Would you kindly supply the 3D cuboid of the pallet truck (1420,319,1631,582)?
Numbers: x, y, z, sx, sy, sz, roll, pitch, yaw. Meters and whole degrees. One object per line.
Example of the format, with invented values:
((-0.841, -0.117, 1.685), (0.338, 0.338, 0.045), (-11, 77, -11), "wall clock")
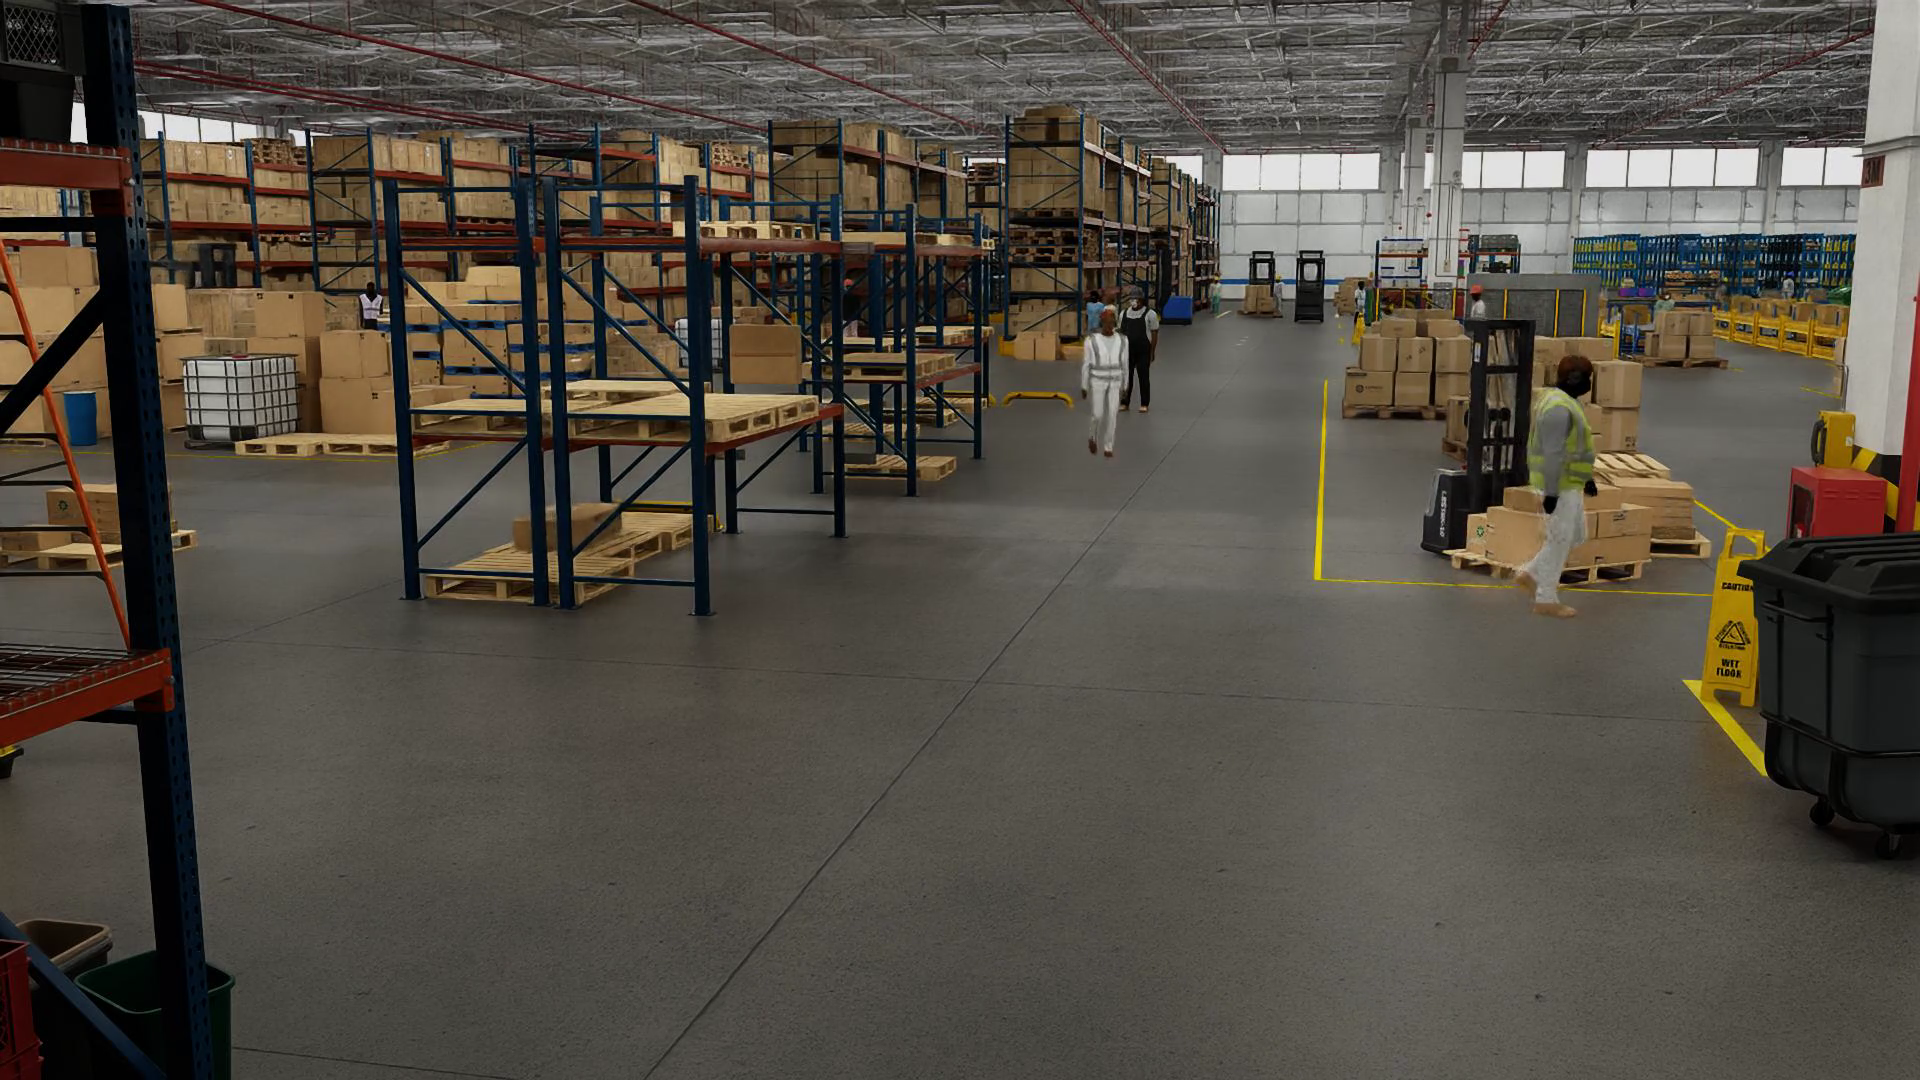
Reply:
((4.543, -0.757, 13.299), (0.823, 1.965, 1.885), (-4, 10, -22), "pallet truck")

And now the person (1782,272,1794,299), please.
((35.014, -10.359, 70.301), (0.382, 1.949, 0.605), (-3, 10, -14), "person")

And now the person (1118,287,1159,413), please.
((2.832, -3.078, 26.915), (0.689, 2.000, 0.537), (5, 11, 27), "person")

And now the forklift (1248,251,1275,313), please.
((13.300, -11.311, 73.184), (1.129, 2.768, 1.873), (2, 10, 12), "forklift")

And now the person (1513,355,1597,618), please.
((4.181, -0.382, 11.600), (0.463, 1.819, 0.639), (4, 10, 22), "person")

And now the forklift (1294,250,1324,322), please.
((13.778, -10.002, 65.433), (1.129, 2.768, 1.873), (2, 10, 12), "forklift")

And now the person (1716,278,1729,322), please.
((30.294, -9.490, 65.798), (0.877, 1.717, 0.547), (0, 10, 1), "person")

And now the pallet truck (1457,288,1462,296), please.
((20.506, -9.785, 68.819), (0.653, 1.274, 1.630), (2, 10, 12), "pallet truck")

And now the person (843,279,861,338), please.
((-2.780, -5.521, 41.571), (0.609, 1.984, 0.409), (-3, 10, -17), "person")

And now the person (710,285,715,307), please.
((-6.551, -5.686, 43.061), (0.491, 1.827, 0.688), (-3, 10, -18), "person")

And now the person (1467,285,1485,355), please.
((11.250, -4.608, 36.323), (0.404, 1.922, 0.578), (1, 10, 5), "person")

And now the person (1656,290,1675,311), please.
((19.834, -6.207, 46.739), (0.525, 1.587, 0.847), (1, 10, 5), "person")

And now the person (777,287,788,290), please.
((-7.351, -9.971, 69.049), (0.520, 1.579, 0.845), (2, 10, 14), "person")

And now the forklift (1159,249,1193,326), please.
((7.646, -9.320, 61.395), (1.873, 2.768, 1.129), (2, 10, 11), "forklift")

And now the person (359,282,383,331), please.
((-14.715, -5.495, 41.624), (0.587, 1.911, 0.397), (-5, 11, -25), "person")

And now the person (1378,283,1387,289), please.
((16.088, -9.195, 63.568), (0.929, 1.906, 0.544), (-3, 10, -20), "person")

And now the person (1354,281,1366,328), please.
((14.362, -8.437, 59.666), (0.540, 1.695, 0.317), (-8, 12, -39), "person")

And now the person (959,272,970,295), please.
((0.214, -12.534, 83.416), (0.600, 1.891, 0.879), (-2, 10, -13), "person")

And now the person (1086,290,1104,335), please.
((3.382, -5.415, 41.771), (0.536, 1.696, 0.322), (8, 12, 38), "person")

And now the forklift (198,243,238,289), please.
((-16.276, -5.151, 36.706), (1.873, 2.768, 1.129), (2, 10, 12), "forklift")

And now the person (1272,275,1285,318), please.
((13.441, -10.277, 70.206), (0.403, 1.826, 0.591), (-7, 12, -34), "person")

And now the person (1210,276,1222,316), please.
((11.288, -10.768, 73.315), (0.526, 1.757, 0.404), (2, 10, 11), "person")

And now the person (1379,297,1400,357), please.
((7.489, -3.351, 29.208), (1.003, 1.816, 0.547), (-3, 10, -18), "person")

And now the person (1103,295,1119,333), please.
((3.560, -4.977, 39.355), (0.310, 1.636, 0.522), (-7, 12, -37), "person")

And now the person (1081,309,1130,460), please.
((1.807, -1.915, 20.554), (0.586, 1.869, 0.417), (-2, 10, -11), "person")

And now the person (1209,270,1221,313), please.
((11.744, -11.427, 76.559), (0.512, 1.968, 0.684), (1, 10, 6), "person")
